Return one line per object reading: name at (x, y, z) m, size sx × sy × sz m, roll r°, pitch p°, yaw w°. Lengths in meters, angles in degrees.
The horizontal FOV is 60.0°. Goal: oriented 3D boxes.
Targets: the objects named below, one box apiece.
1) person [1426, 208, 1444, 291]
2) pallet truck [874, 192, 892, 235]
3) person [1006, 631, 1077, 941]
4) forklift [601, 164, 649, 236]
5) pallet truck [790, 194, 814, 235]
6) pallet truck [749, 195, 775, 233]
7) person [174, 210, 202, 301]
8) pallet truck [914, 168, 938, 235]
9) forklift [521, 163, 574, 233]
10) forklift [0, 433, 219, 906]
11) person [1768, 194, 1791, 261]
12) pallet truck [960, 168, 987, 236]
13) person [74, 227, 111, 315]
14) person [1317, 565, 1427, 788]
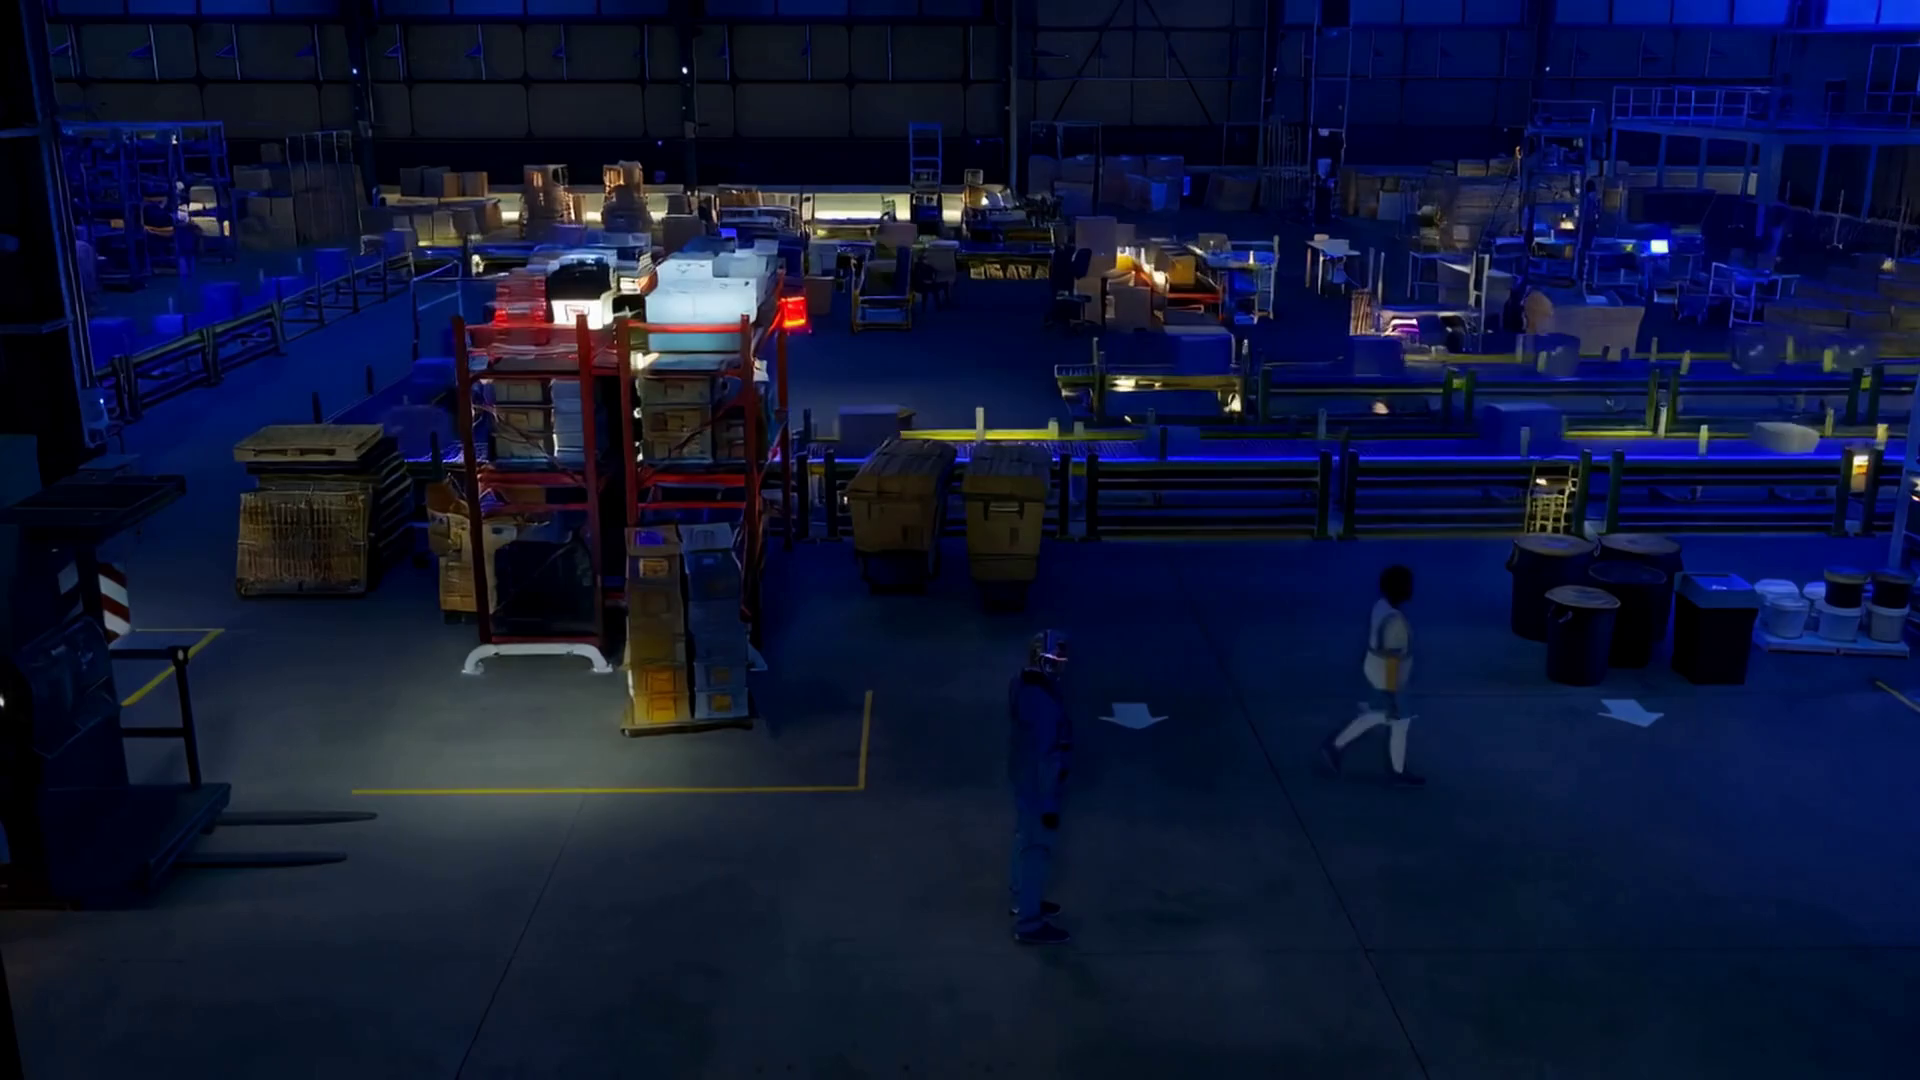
person at (10.855, -6.639, 37.953) m, size 0.329 × 1.872 × 0.511 m, roll 4°, pitch 17°, yaw 15°
pallet truck at (-2.277, -9.986, 50.594) m, size 0.653 × 1.274 × 1.630 m, roll 0°, pitch 16°, yaw -1°
person at (0.490, 1.440, 9.831) m, size 0.399 × 1.900 × 0.636 m, roll -3°, pitch 16°, yaw -11°
forklift at (-9.948, -10.127, 49.296) m, size 1.157 × 1.987 × 2.680 m, roll -1°, pitch 16°, yaw -3°
pallet truck at (-4.814, -9.883, 50.259) m, size 0.704 × 1.261 × 1.522 m, roll -1°, pitch 16°, yaw -3°
pallet truck at (-6.051, -9.967, 50.660) m, size 0.680 × 1.201 × 1.601 m, roll 0°, pitch 16°, yaw -1°
person at (-16.784, -6.155, 36.072) m, size 0.643 × 1.974 × 0.675 m, roll 2°, pitch 16°, yaw 7°
pallet truck at (-0.989, -10.316, 50.507) m, size 0.823 × 1.965 × 1.885 m, roll 1°, pitch 16°, yaw 3°
forklift at (-12.233, -10.122, 49.298) m, size 1.157 × 1.987 × 2.680 m, roll 0°, pitch 16°, yaw -1°
forklift at (-5.952, 0.780, 10.366) m, size 1.873 × 2.768 × 1.129 m, roll 0°, pitch 16°, yaw -1°
person at (21.451, -8.145, 43.428) m, size 0.527 × 1.740 × 0.771 m, roll -6°, pitch 17°, yaw -18°
pallet truck at (0.383, -10.230, 50.206) m, size 0.823 × 1.965 × 1.885 m, roll -1°, pitch 16°, yaw -3°
person at (-17.991, -5.549, 34.284) m, size 0.636 × 1.793 × 0.851 m, roll 3°, pitch 16°, yaw 11°
person at (2.985, 0.969, 11.857) m, size 0.719 × 1.670 × 0.536 m, roll 0°, pitch 16°, yaw 1°
